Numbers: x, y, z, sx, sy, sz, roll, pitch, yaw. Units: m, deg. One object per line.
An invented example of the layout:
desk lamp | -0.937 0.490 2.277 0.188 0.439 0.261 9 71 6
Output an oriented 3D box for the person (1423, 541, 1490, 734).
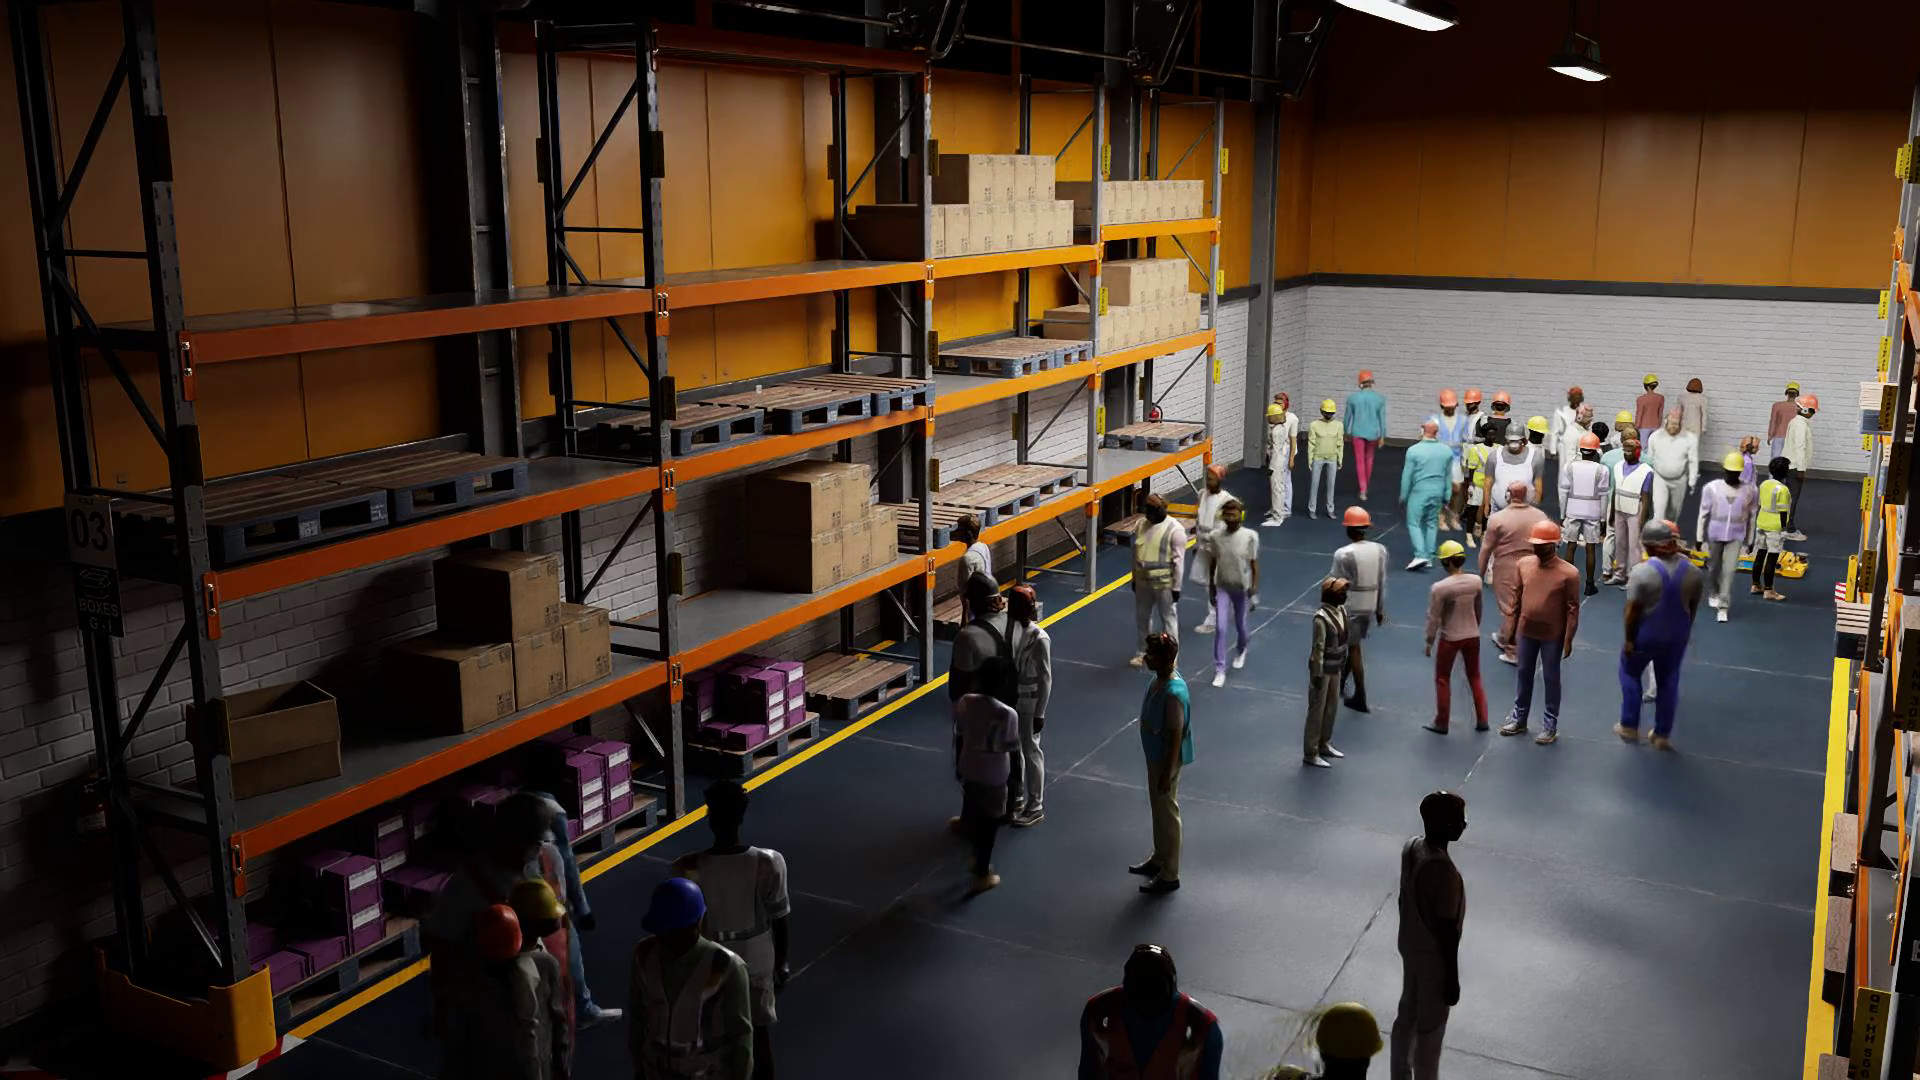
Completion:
person | 4.457 0.884 14.823 0.655 1.742 0.502 -4 13 -17

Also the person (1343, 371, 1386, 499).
person | 6.227 -1.649 25.708 0.615 1.937 0.997 0 13 1

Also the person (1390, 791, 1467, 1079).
person | 2.476 2.194 8.729 0.340 1.845 0.512 -3 13 -13

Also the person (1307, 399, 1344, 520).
person | 5.255 -1.159 23.933 0.525 1.761 0.340 -1 13 -3

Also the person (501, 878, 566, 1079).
person | -1.993 2.428 7.861 0.326 1.767 0.533 -2 13 -11

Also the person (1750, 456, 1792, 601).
person | 9.542 -0.143 19.522 0.318 1.699 0.534 -1 13 -4

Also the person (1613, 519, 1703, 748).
person | 6.077 0.793 14.556 0.719 2.000 0.594 -2 13 -8

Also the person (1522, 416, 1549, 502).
person | 7.302 -0.646 21.296 0.595 1.912 0.402 -12 17 -43

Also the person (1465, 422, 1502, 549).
person | 6.994 -0.729 22.151 0.540 1.695 0.318 -4 13 -17

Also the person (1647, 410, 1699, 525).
person | 9.514 -0.839 22.270 0.650 1.870 0.934 5 14 22

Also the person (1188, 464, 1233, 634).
person | 2.742 0.092 18.071 0.424 1.873 0.599 -8 15 -31

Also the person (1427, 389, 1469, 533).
person | 6.765 -1.083 23.018 0.611 2.012 0.691 0 13 -1

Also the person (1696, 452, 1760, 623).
person | 8.667 -0.082 18.816 0.604 1.896 0.935 6 14 24

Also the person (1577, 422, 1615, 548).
person | 8.525 -0.734 22.199 0.534 1.687 0.322 -10 16 -38

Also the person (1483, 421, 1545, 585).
person | 6.659 -0.440 20.078 0.691 2.000 0.535 5 13 20

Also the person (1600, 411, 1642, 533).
person | 9.098 -0.913 22.886 0.484 1.737 0.321 -3 13 -14

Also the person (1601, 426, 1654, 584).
person | 8.099 -0.428 20.257 0.631 1.940 0.372 10 16 38

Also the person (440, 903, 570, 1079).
person | -2.076 2.480 7.685 0.577 1.739 0.350 -7 15 -30

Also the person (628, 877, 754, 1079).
person | -1.223 2.417 7.500 0.609 1.943 0.402 5 14 21

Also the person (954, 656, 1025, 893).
person | 0.225 1.625 11.635 0.472 1.677 0.551 -12 17 -43

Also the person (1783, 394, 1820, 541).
person | 11.439 -0.999 22.702 0.391 1.988 0.611 4 13 16

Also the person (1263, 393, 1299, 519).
person | 4.658 -1.220 24.031 0.389 1.837 0.562 -7 14 -28

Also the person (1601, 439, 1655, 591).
person | 8.048 -0.313 19.955 0.373 1.842 0.573 -6 14 -24

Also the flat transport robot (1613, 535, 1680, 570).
flat transport robot | 8.853 0.176 21.316 0.652 0.197 1.431 8 15 32

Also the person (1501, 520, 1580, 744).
person | 5.102 0.801 14.625 0.397 1.992 0.622 -11 17 -41

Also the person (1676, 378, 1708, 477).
person | 11.980 -1.841 27.271 0.504 1.631 0.279 12 17 43

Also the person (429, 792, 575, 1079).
person | -2.270 2.195 8.280 0.534 2.000 0.925 11 16 40

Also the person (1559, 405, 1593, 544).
person | 8.330 -0.886 22.416 0.402 1.896 0.652 9 16 36

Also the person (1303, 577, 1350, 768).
person | 3.117 1.103 14.101 0.316 1.632 0.526 9 15 35

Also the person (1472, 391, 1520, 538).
person | 7.312 -1.018 22.702 0.613 2.029 0.409 4 13 17

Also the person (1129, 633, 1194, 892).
person | 1.432 1.542 11.645 0.390 1.846 0.565 -1 13 -5

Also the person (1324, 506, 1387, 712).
person | 3.641 0.613 15.672 0.557 1.899 0.855 -6 14 -24

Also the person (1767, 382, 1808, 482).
person | 12.850 -1.585 25.856 0.535 1.755 0.342 5 13 19

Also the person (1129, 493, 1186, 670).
person | 1.966 0.422 16.699 0.635 1.836 0.430 12 17 43

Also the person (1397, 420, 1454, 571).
person | 5.913 -0.552 20.961 0.697 1.877 0.634 -3 13 -13

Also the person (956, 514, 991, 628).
person | 0.128 0.660 15.629 0.352 1.837 0.502 4 13 17

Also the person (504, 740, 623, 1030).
person | -2.439 2.034 9.417 1.008 1.871 0.578 -9 15 -35

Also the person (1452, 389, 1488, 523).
person | 7.292 -1.204 23.753 0.388 1.930 0.544 -5 14 -22

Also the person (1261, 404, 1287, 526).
person | 4.452 -1.064 23.565 0.308 1.736 0.484 5 14 22

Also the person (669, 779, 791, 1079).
person | -1.173 2.170 8.558 0.612 1.965 0.361 -3 13 -11

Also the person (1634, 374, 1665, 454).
person | 11.045 -1.790 26.743 0.524 1.769 0.314 -4 13 -18

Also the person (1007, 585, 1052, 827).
person | 0.464 1.264 12.805 0.344 1.882 0.584 -8 15 -33

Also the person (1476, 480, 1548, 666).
person | 5.626 0.297 17.148 0.679 1.868 0.905 -2 13 -11

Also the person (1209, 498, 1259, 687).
person | 2.717 0.469 16.469 0.521 1.844 0.898 4 13 17

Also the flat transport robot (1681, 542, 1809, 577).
flat transport robot | 9.925 0.230 21.077 1.431 0.197 0.652 8 15 32

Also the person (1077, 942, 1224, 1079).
person | 0.794 2.567 7.101 0.624 1.835 0.431 4 13 16

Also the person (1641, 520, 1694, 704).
person | 6.660 0.689 15.761 0.602 1.726 0.466 -6 14 -25

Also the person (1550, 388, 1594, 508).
person | 8.986 -1.310 24.435 0.607 1.829 0.985 2 13 9

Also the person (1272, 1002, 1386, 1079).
person | 1.469 2.672 6.529 1.001 1.871 0.603 -9 15 -35

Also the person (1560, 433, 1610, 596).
person | 7.392 -0.307 19.716 0.543 1.939 0.360 7 14 29

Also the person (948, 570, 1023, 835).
person | 0.162 1.211 12.686 0.682 2.000 0.535 -12 17 -43
